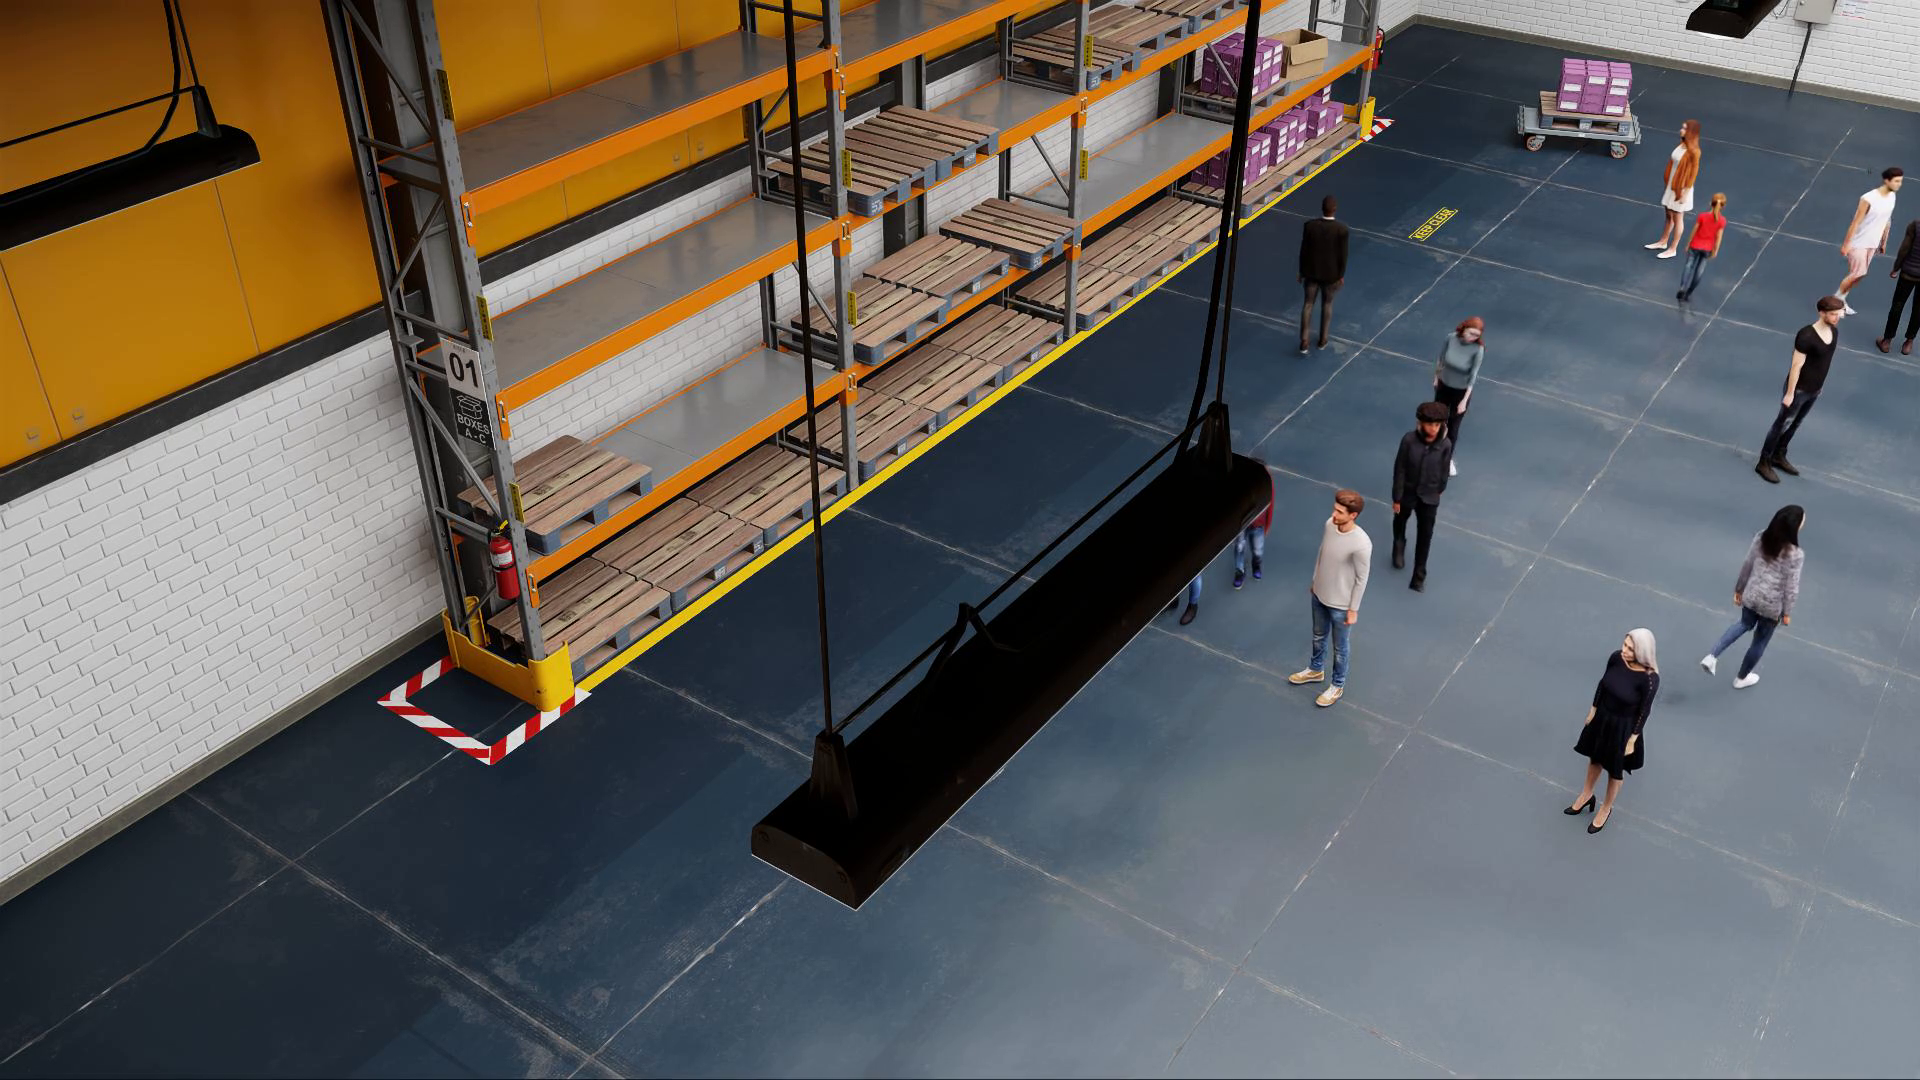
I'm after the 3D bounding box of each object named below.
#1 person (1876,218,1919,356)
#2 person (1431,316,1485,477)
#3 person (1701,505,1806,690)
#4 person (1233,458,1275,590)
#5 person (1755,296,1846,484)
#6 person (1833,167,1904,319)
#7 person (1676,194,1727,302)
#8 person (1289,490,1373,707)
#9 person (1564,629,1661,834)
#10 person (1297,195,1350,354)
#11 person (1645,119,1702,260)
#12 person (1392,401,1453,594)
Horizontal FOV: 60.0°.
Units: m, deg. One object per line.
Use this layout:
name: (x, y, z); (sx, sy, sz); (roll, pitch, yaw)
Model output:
person: (10.422, -2.904, 18.075); (0.764, 1.835, 0.681); (10, 35, 14)
person: (4.703, -1.447, 15.989); (0.664, 1.718, 0.793); (-15, 36, -21)
person: (6.265, 0.486, 13.080); (0.928, 1.718, 0.834); (-13, 36, -19)
person: (2.529, -0.186, 14.517); (0.597, 1.248, 0.655); (8, 34, 12)
person: (8.031, -1.467, 15.859); (0.644, 1.895, 0.814); (-19, 38, -26)
person: (10.210, -3.420, 18.905); (0.770, 1.776, 0.868); (-14, 36, -20)
person: (8.574, -3.344, 19.227); (0.527, 1.291, 0.632); (15, 36, 21)
person: (2.942, 0.430, 12.998); (0.731, 1.903, 0.757); (-17, 37, -24)
person: (4.631, 1.341, 11.769); (0.714, 1.746, 0.697); (-16, 37, -22)
person: (3.923, -2.887, 18.078); (0.765, 1.803, 0.801); (9, 35, 13)
person: (8.782, -4.296, 20.271); (0.768, 1.722, 0.700); (-4, 34, -6)
person: (3.965, -0.463, 14.498); (0.946, 1.730, 1.180); (5, 34, 7)
